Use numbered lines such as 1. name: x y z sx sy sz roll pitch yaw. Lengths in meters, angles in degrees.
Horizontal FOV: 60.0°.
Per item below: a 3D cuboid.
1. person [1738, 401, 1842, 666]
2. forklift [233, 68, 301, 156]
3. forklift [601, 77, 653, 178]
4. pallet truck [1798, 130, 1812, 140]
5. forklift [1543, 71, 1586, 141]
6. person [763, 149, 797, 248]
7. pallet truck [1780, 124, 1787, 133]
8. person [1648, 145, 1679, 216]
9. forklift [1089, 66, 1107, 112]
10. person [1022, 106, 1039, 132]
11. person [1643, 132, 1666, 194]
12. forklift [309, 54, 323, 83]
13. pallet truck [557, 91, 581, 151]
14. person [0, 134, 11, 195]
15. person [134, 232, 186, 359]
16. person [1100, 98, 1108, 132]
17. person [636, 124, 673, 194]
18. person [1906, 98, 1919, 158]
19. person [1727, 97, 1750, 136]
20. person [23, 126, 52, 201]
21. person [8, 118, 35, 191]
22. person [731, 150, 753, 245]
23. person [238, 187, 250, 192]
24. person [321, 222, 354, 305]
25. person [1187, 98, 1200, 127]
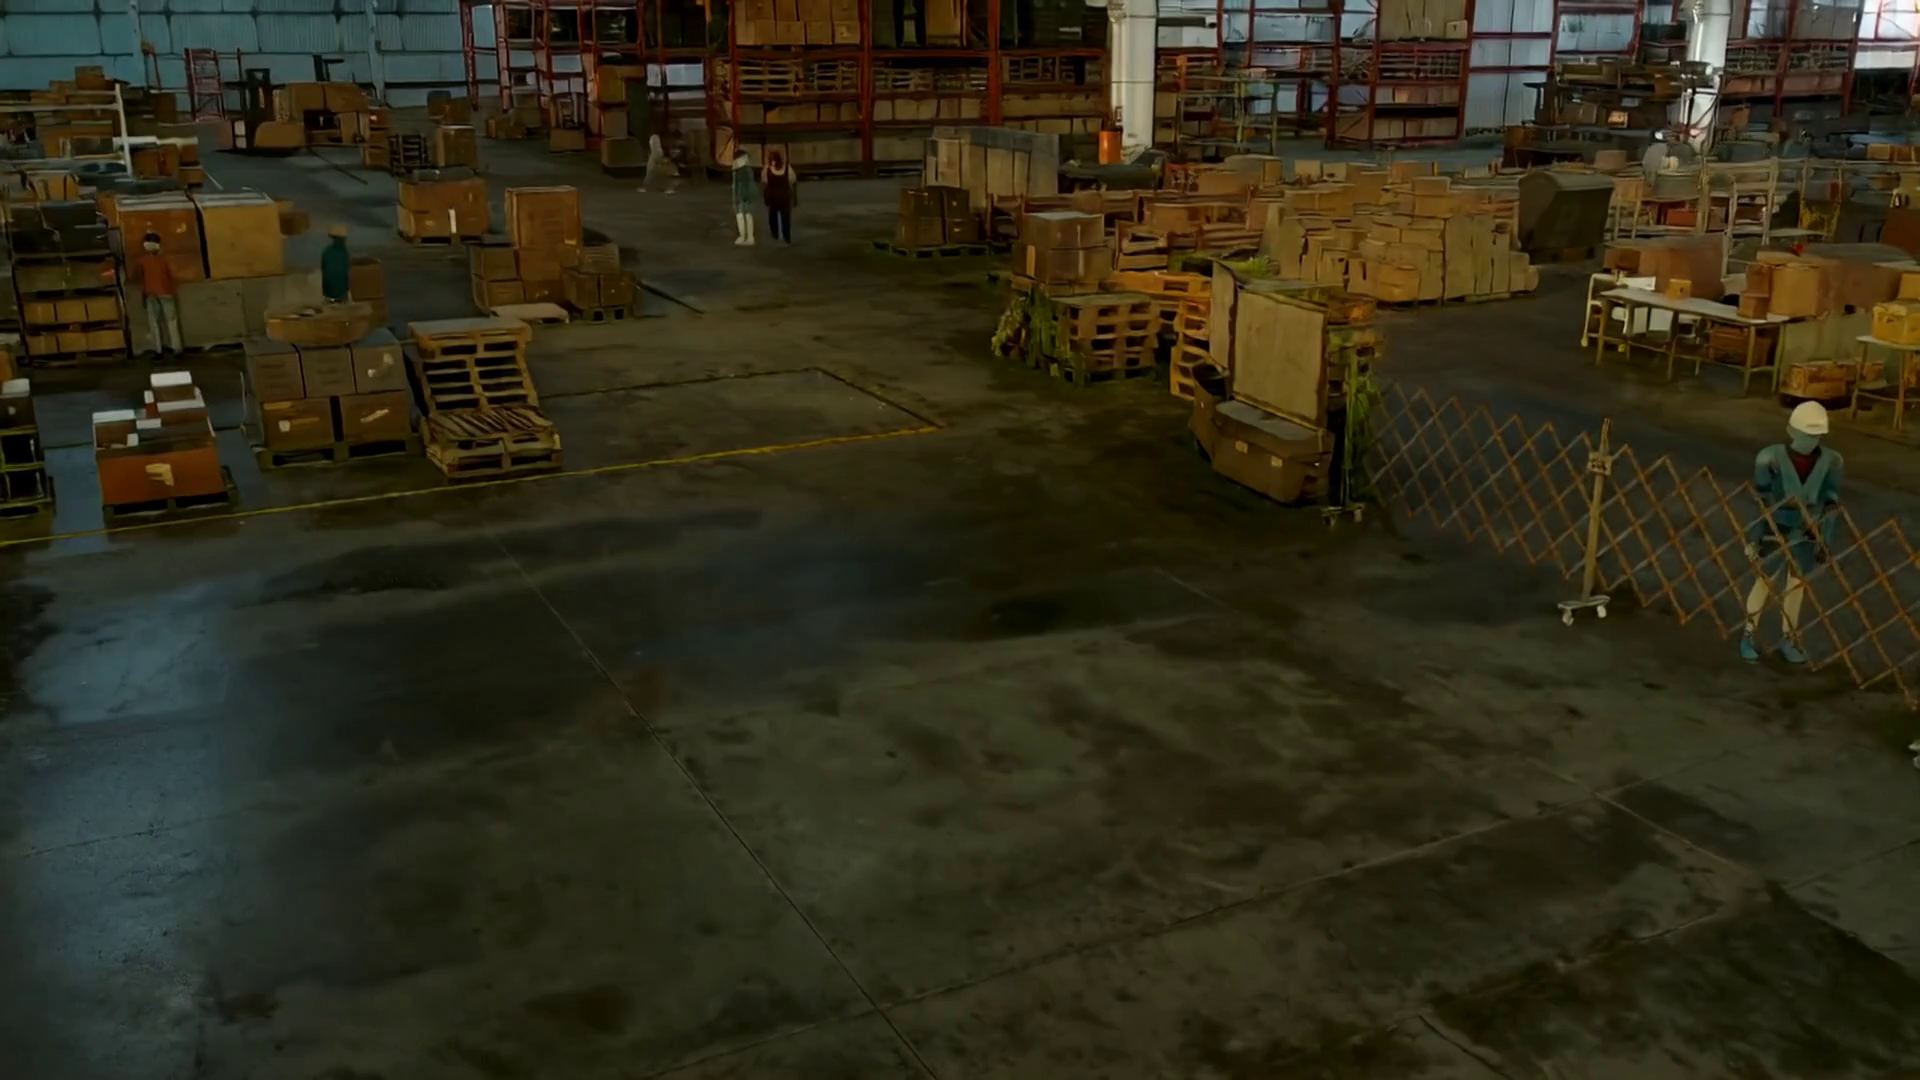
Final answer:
1. person: 6.141 -0.037 12.314 0.607 2.034 0.396 3 18 8
2. forklift: -23.106 -14.209 55.131 1.873 2.768 1.129 4 18 11
3. forklift: -9.397 -11.970 48.151 1.873 2.768 1.129 -9 20 -26
4. pallet truck: 25.526 -11.556 49.408 1.630 1.274 0.653 -9 20 -26
5. forklift: 18.685 -13.231 52.085 1.873 2.768 1.129 -9 20 -26
6. person: -3.667 -6.963 33.894 0.695 2.000 0.590 0 18 0
7. pallet truck: 25.206 -12.542 52.601 1.601 1.201 0.680 0 18 -2
8. person: 16.650 -8.503 39.324 0.882 1.640 0.547 -8 19 -24
9. forklift: 6.291 -19.064 70.269 1.873 2.768 1.129 -9 20 -26
10. person: 2.258 -13.090 53.550 0.542 1.695 0.316 6 19 18
11. person: 17.064 -9.056 40.761 0.591 1.829 0.404 6 19 19
12. forklift: -27.362 -19.292 70.980 1.873 2.768 1.129 -6 19 -19
13. pallet truck: -13.495 -14.412 57.188 0.823 1.965 1.885 -3 18 -9
14. person: -25.185 -9.979 43.497 0.451 1.916 0.566 4 18 11
15. person: -11.220 -3.421 23.298 0.533 1.767 0.327 -4 18 -13
16. person: 4.913 -13.929 55.943 0.429 1.838 0.621 14 22 37
17. person: -8.077 -10.050 43.883 0.971 1.823 0.540 -1 18 -4
18. person: 30.857 -13.265 53.708 0.682 1.944 0.702 -6 19 -19
19. person: 25.751 -13.671 55.059 0.718 1.898 0.362 2 18 5
20. person: -22.784 -9.225 41.067 0.361 1.964 0.613 8 19 23
21. person: -25.132 -10.307 44.517 0.600 1.916 0.377 5 18 15
22. person: -4.538 -7.106 34.556 0.413 1.923 0.551 16 23 40
23. person: -12.025 -5.085 28.372 0.788 1.847 0.514 9 20 25
24. person: -8.530 -3.420 23.000 0.973 1.940 0.631 3 18 9
25. person: 8.892 -16.203 63.395 0.502 1.609 0.727 2 18 6
